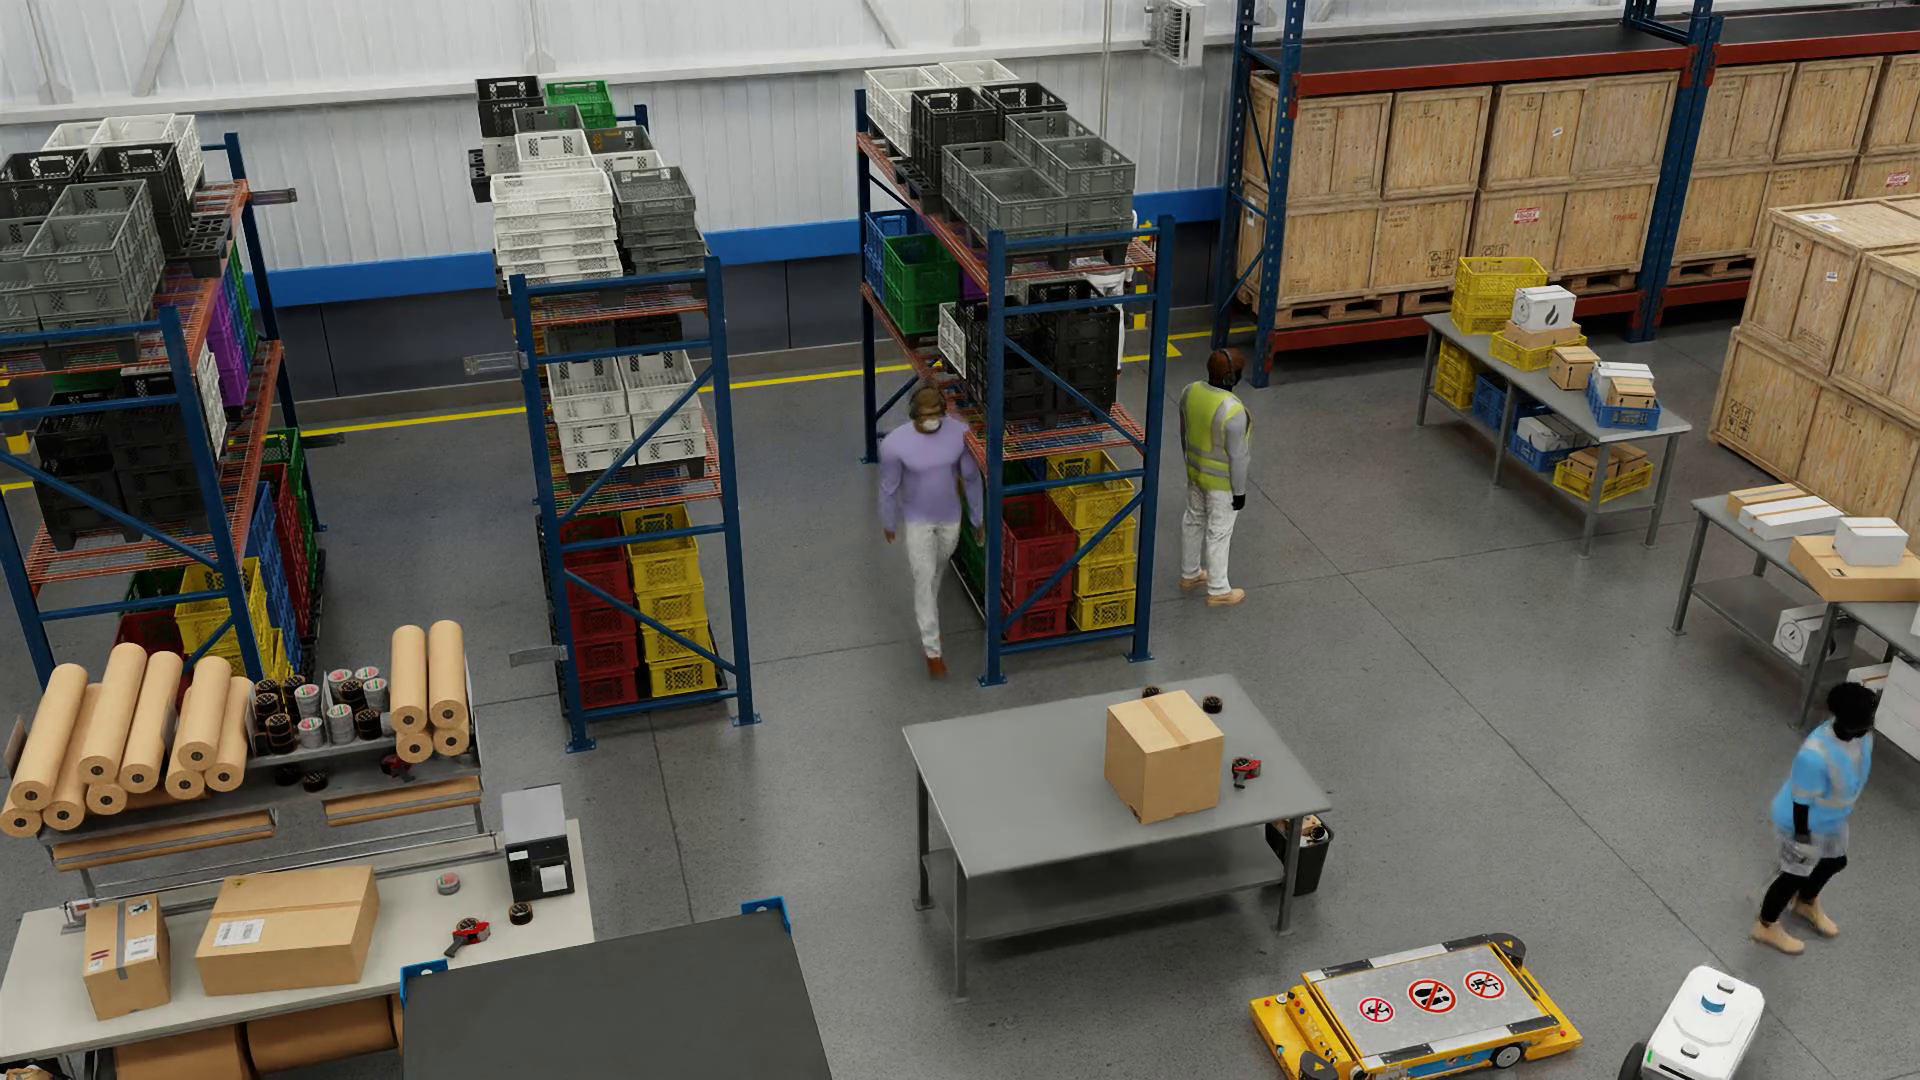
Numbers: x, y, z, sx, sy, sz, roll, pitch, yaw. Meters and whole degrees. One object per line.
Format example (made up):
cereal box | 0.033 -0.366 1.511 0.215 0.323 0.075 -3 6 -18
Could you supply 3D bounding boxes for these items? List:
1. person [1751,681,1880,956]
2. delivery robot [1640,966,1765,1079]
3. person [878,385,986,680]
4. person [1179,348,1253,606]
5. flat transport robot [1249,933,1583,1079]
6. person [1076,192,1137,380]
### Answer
person | 4.259 1.366 8.208 0.634 1.667 0.398 -21 35 -33
delivery robot | 3.410 2.267 7.622 0.477 0.478 0.707 21 35 33
person | -0.169 -0.110 10.651 0.635 1.902 0.882 -11 31 -19
person | 1.745 -0.436 11.308 0.429 1.845 0.621 -16 33 -27
flat transport robot | 2.184 2.282 7.980 1.431 0.197 0.652 -8 30 -14
person | 1.268 -2.296 14.649 0.584 1.882 0.349 -12 31 -20
